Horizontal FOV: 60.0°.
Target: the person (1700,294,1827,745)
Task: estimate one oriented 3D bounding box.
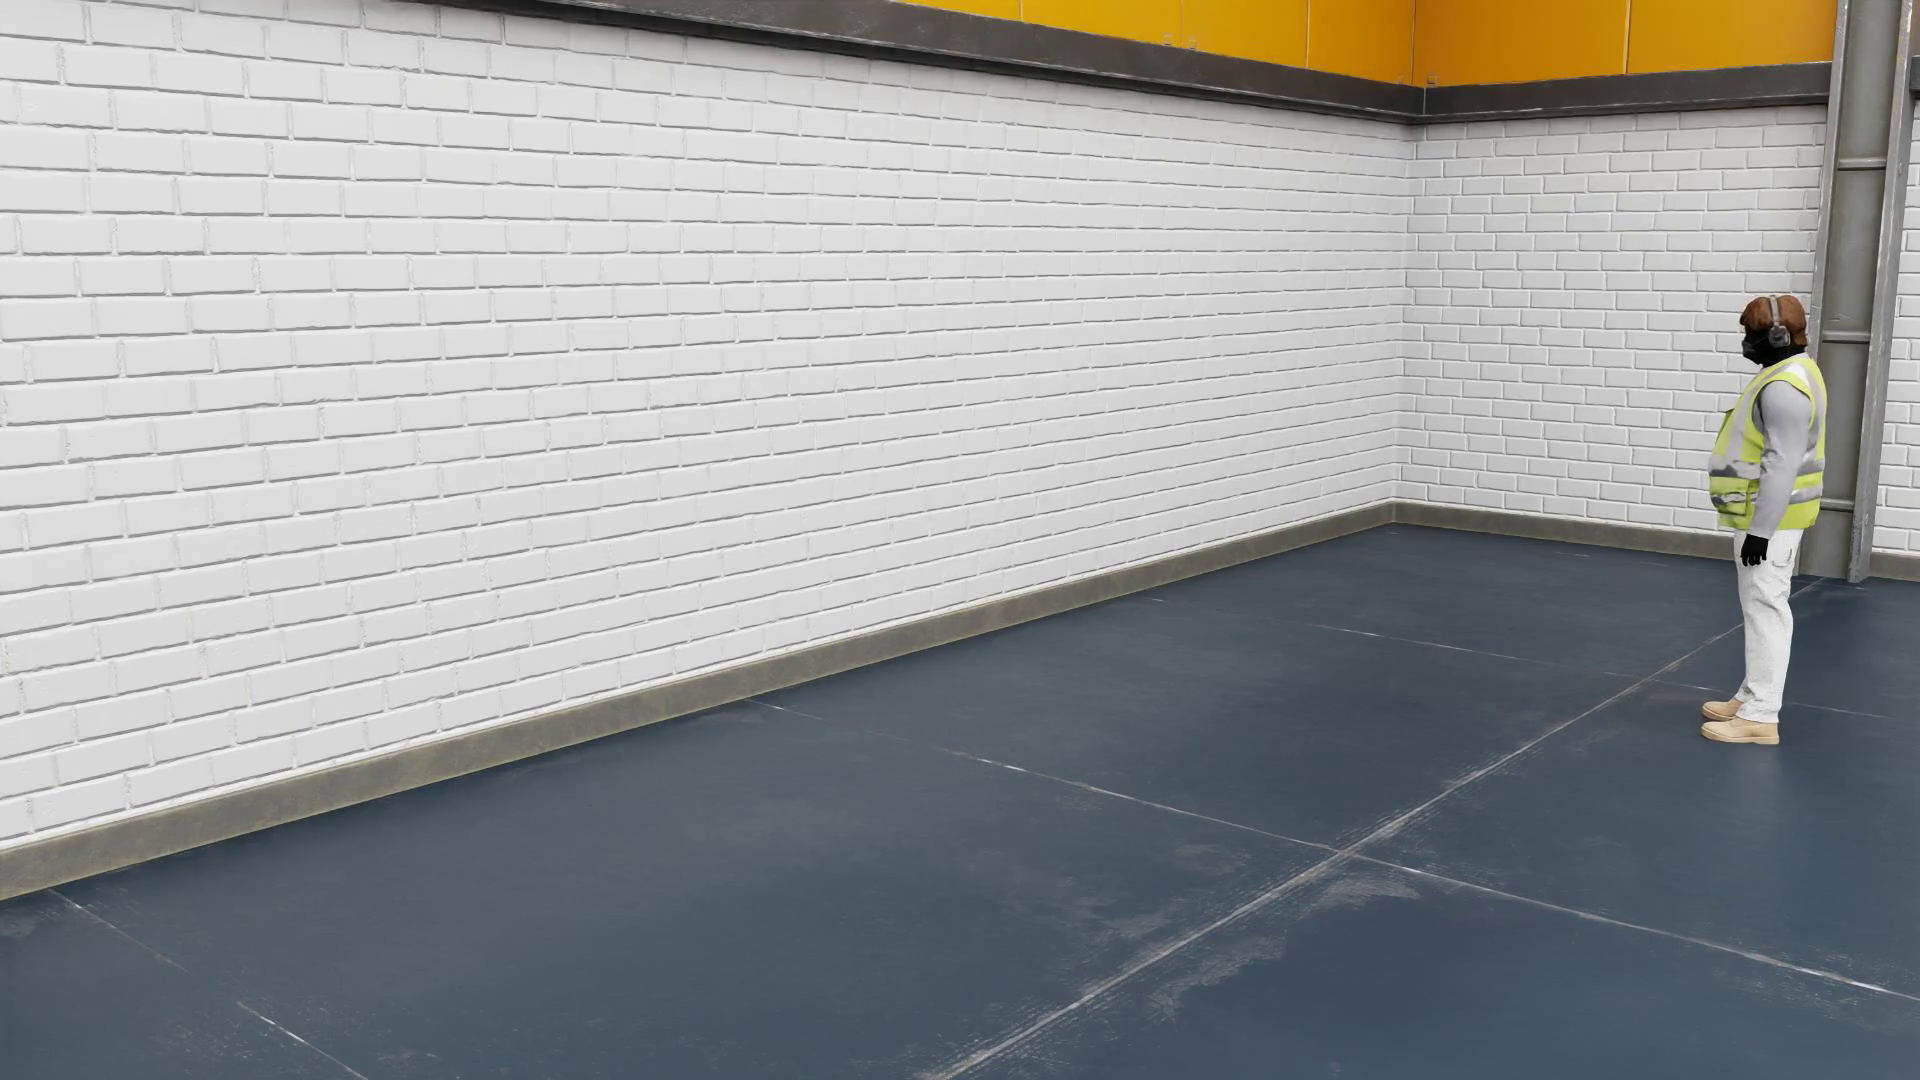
[{"bbox_3d":[3.295,-0.083,6.837,0.429,1.840,0.624,5,11,26],"label":"person"}]
